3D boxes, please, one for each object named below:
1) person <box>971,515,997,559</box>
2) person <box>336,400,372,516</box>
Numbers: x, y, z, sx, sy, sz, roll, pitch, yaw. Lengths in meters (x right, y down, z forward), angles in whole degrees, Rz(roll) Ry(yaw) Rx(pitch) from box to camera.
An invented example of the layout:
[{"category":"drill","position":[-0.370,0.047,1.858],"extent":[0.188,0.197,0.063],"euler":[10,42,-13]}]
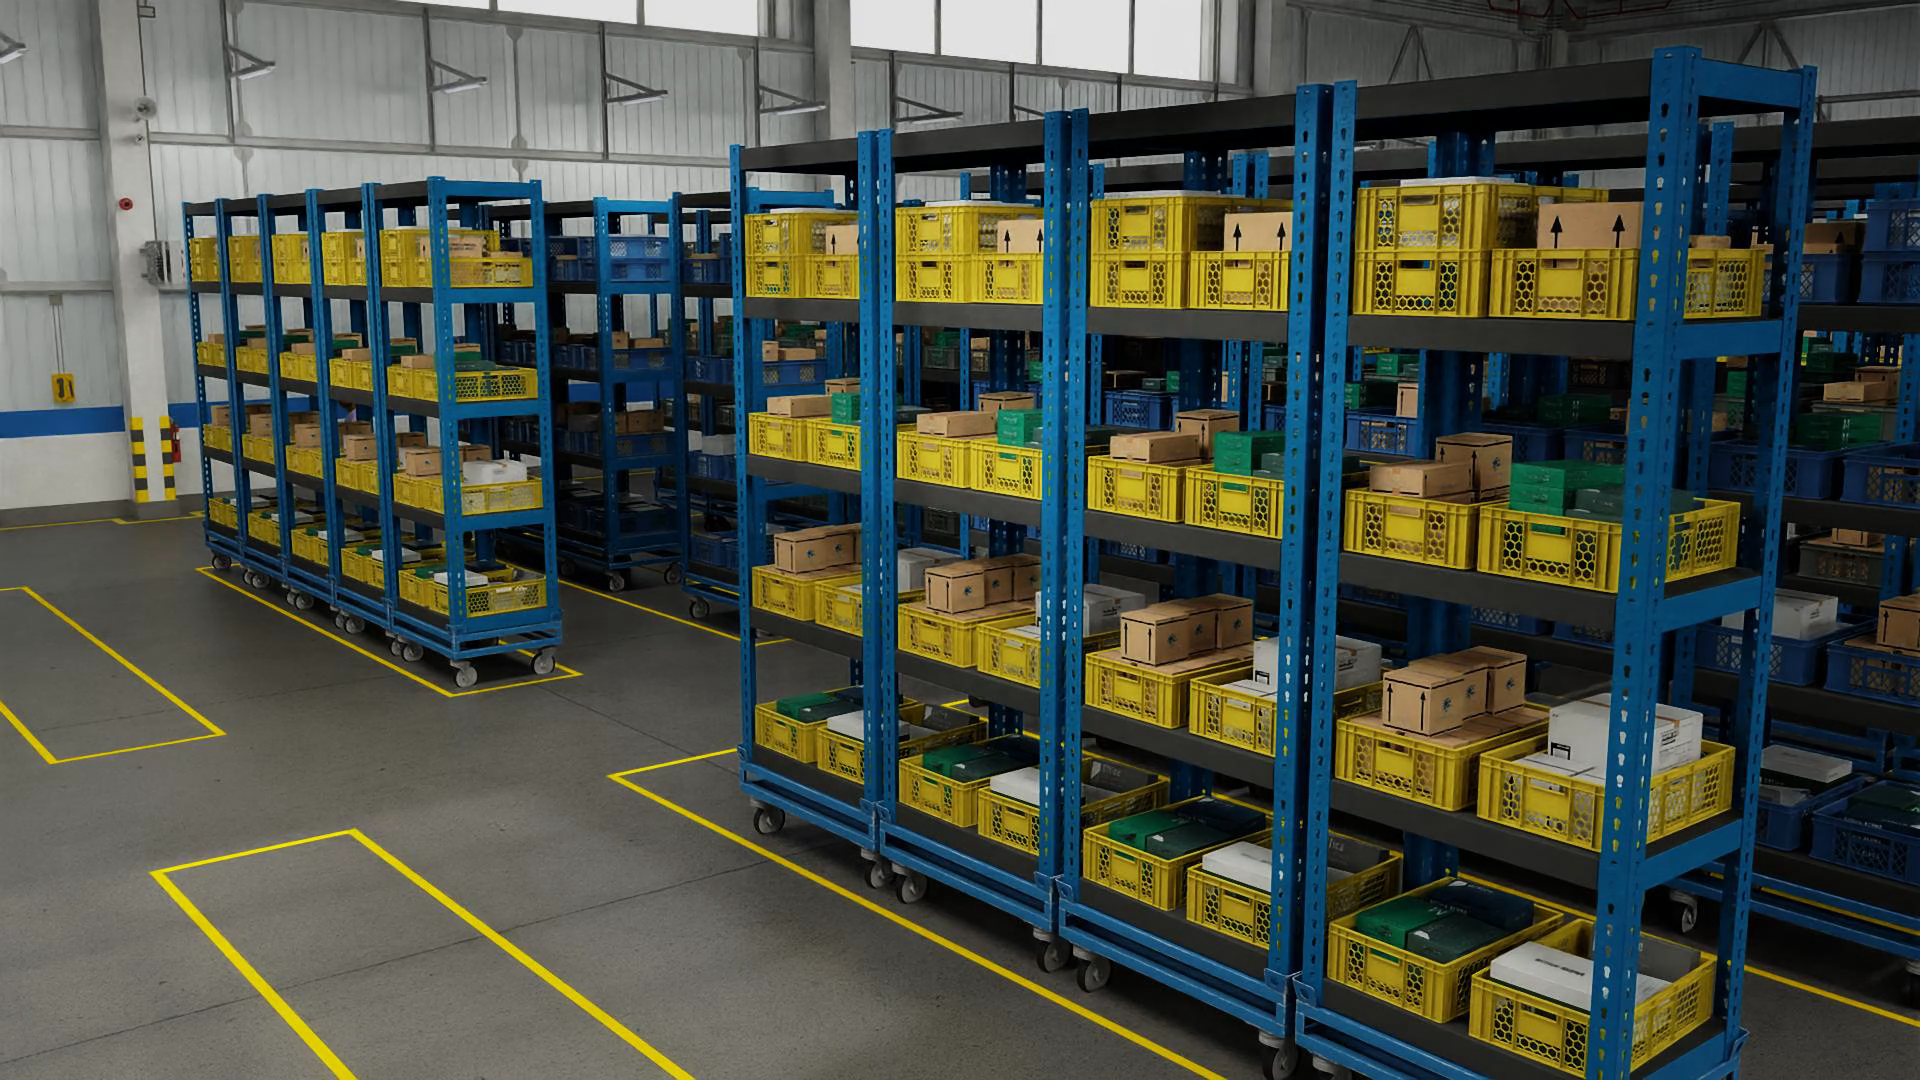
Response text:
[{"category":"person","position":[0.304,-0.040,12.974],"extent":[0.590,1.833,0.404],"euler":[-3,10,-19]},{"category":"person","position":[-6.102,-0.695,16.924],"extent":[0.388,1.837,0.560],"euler":[-4,10,-23]}]
